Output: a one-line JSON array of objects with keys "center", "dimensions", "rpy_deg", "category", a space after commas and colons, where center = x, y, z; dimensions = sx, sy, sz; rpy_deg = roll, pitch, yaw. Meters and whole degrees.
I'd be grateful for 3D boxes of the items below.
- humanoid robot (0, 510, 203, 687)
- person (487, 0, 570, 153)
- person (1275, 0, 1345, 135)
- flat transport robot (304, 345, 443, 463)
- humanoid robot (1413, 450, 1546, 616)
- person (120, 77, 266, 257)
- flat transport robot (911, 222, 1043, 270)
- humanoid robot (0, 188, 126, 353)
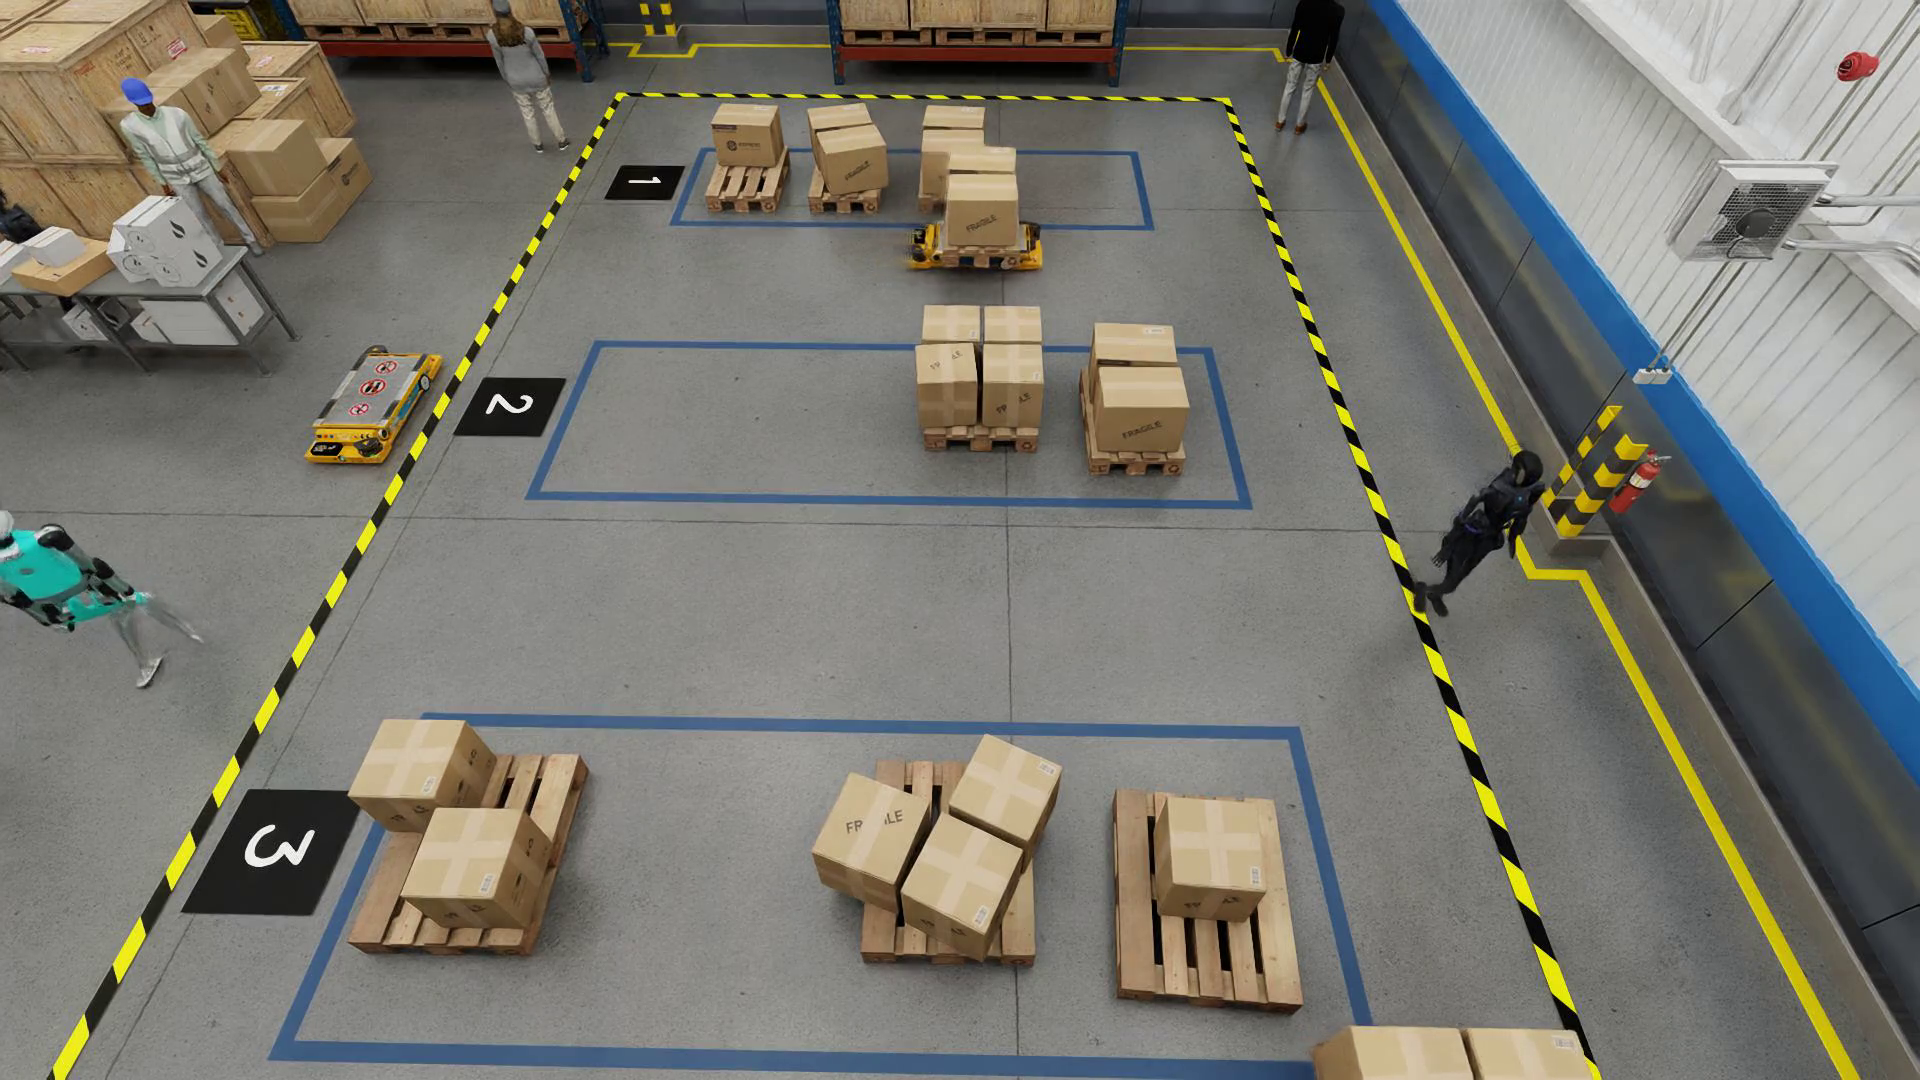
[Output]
[{"center": [-5.851, 0.298, 6.152], "dimensions": [0.573, 1.776, 0.788], "rpy_deg": [-27, 55, -21], "category": "humanoid robot"}, {"center": [-5.256, -5.608, 11.129], "dimensions": [0.572, 1.768, 0.398], "rpy_deg": [-9, 50, -8], "category": "person"}, {"center": [4.353, -6.048, 11.428], "dimensions": [0.589, 1.881, 0.379], "rpy_deg": [22, 53, 17], "category": "person"}, {"center": [-5.383, -1.269, 8.441], "dimensions": [0.659, 0.231, 1.431], "rpy_deg": [1, 50, 1], "category": "flat transport robot"}, {"center": [3.668, -0.010, 6.454], "dimensions": [0.583, 1.649, 0.326], "rpy_deg": [-9, 50, -7], "category": "humanoid robot"}, {"center": [-7.967, -3.788, 9.481], "dimensions": [0.607, 1.939, 0.412], "rpy_deg": [-30, 56, -23], "category": "person"}, {"center": [0.187, -3.259, 10.106], "dimensions": [1.431, 0.197, 0.652], "rpy_deg": [1, 50, 1], "category": "flat transport robot"}, {"center": [-8.518, -2.538, 8.618], "dimensions": [0.599, 1.630, 0.770], "rpy_deg": [11, 51, 9], "category": "humanoid robot"}]
